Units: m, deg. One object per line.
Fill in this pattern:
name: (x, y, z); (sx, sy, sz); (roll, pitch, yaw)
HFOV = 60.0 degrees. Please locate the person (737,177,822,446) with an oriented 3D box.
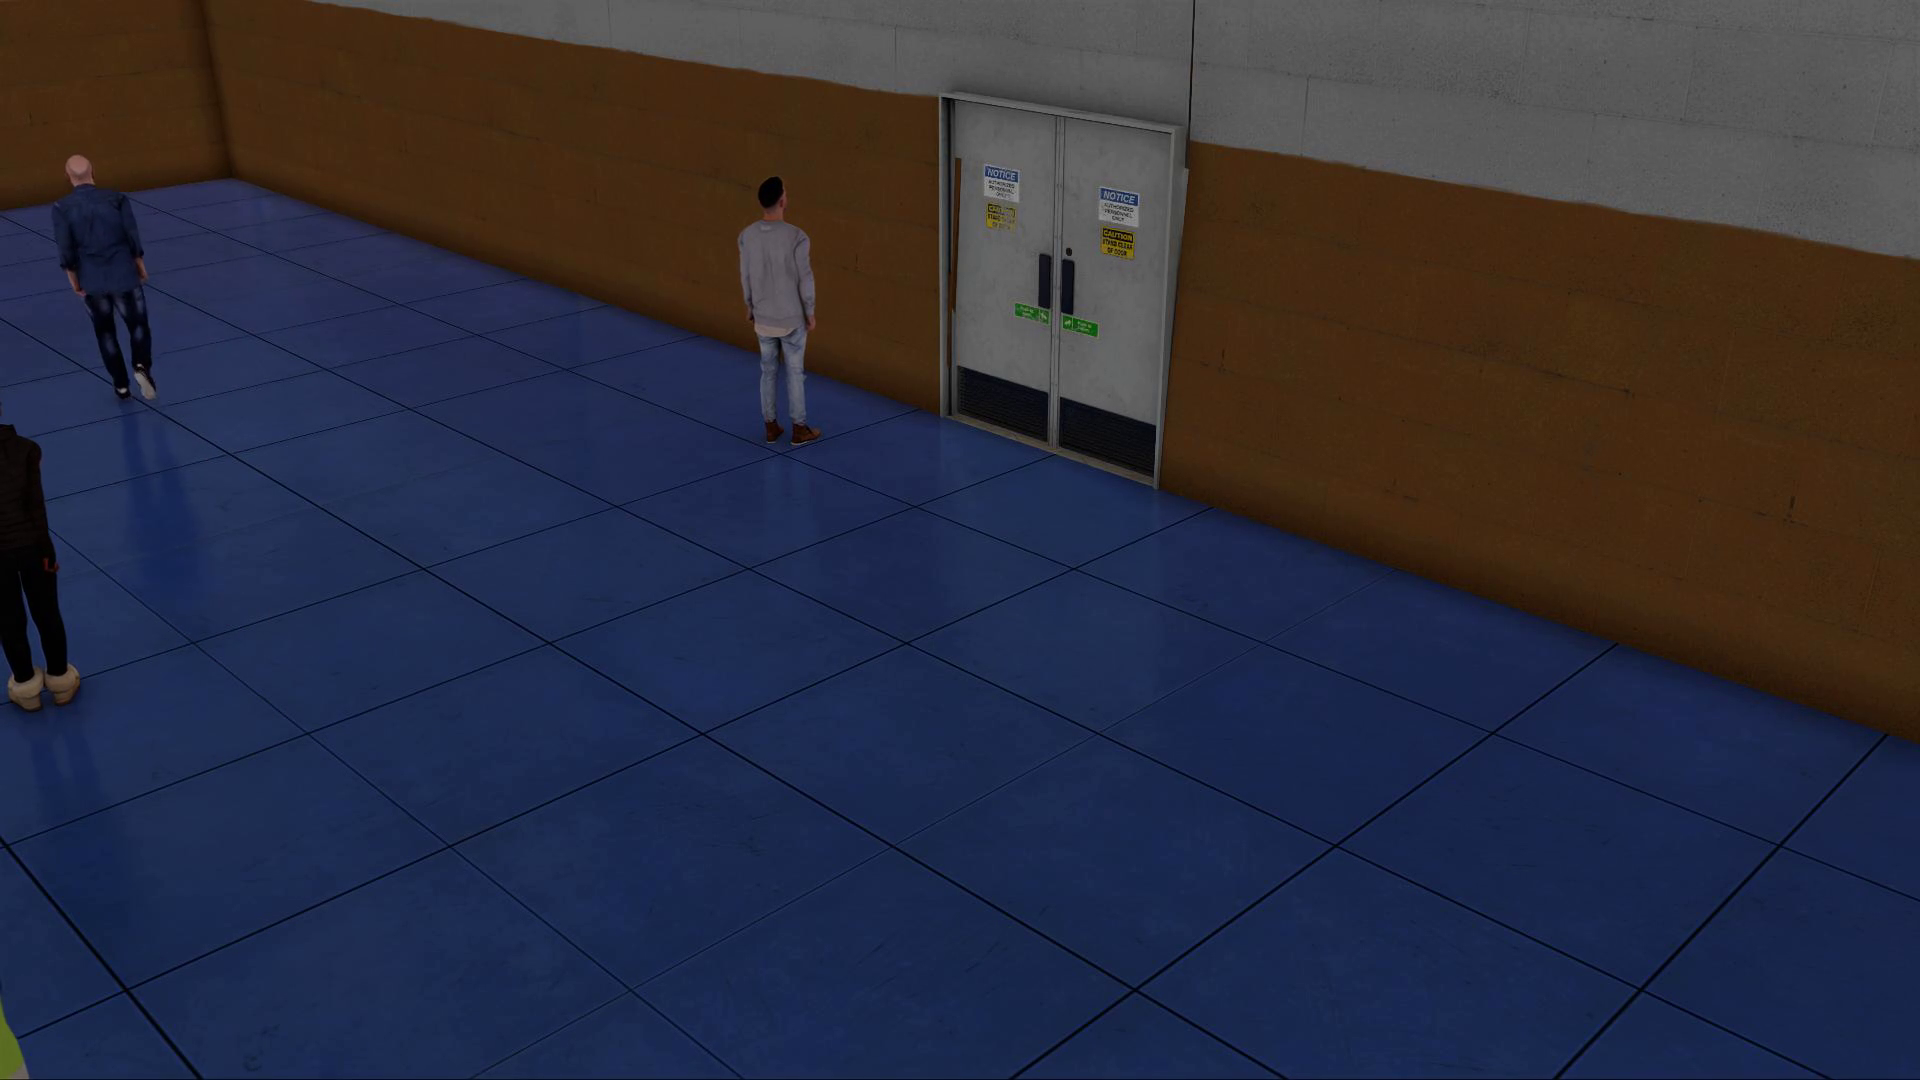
person: (-1.219, -1.544, 11.261); (0.766, 1.840, 0.735); (8, 25, 18)

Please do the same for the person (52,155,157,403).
person: (-6.098, -1.829, 11.951); (1.003, 1.809, 0.961); (-12, 26, -25)

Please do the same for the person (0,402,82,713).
person: (-4.452, 0.056, 7.828); (0.668, 1.661, 0.607); (9, 25, 19)
